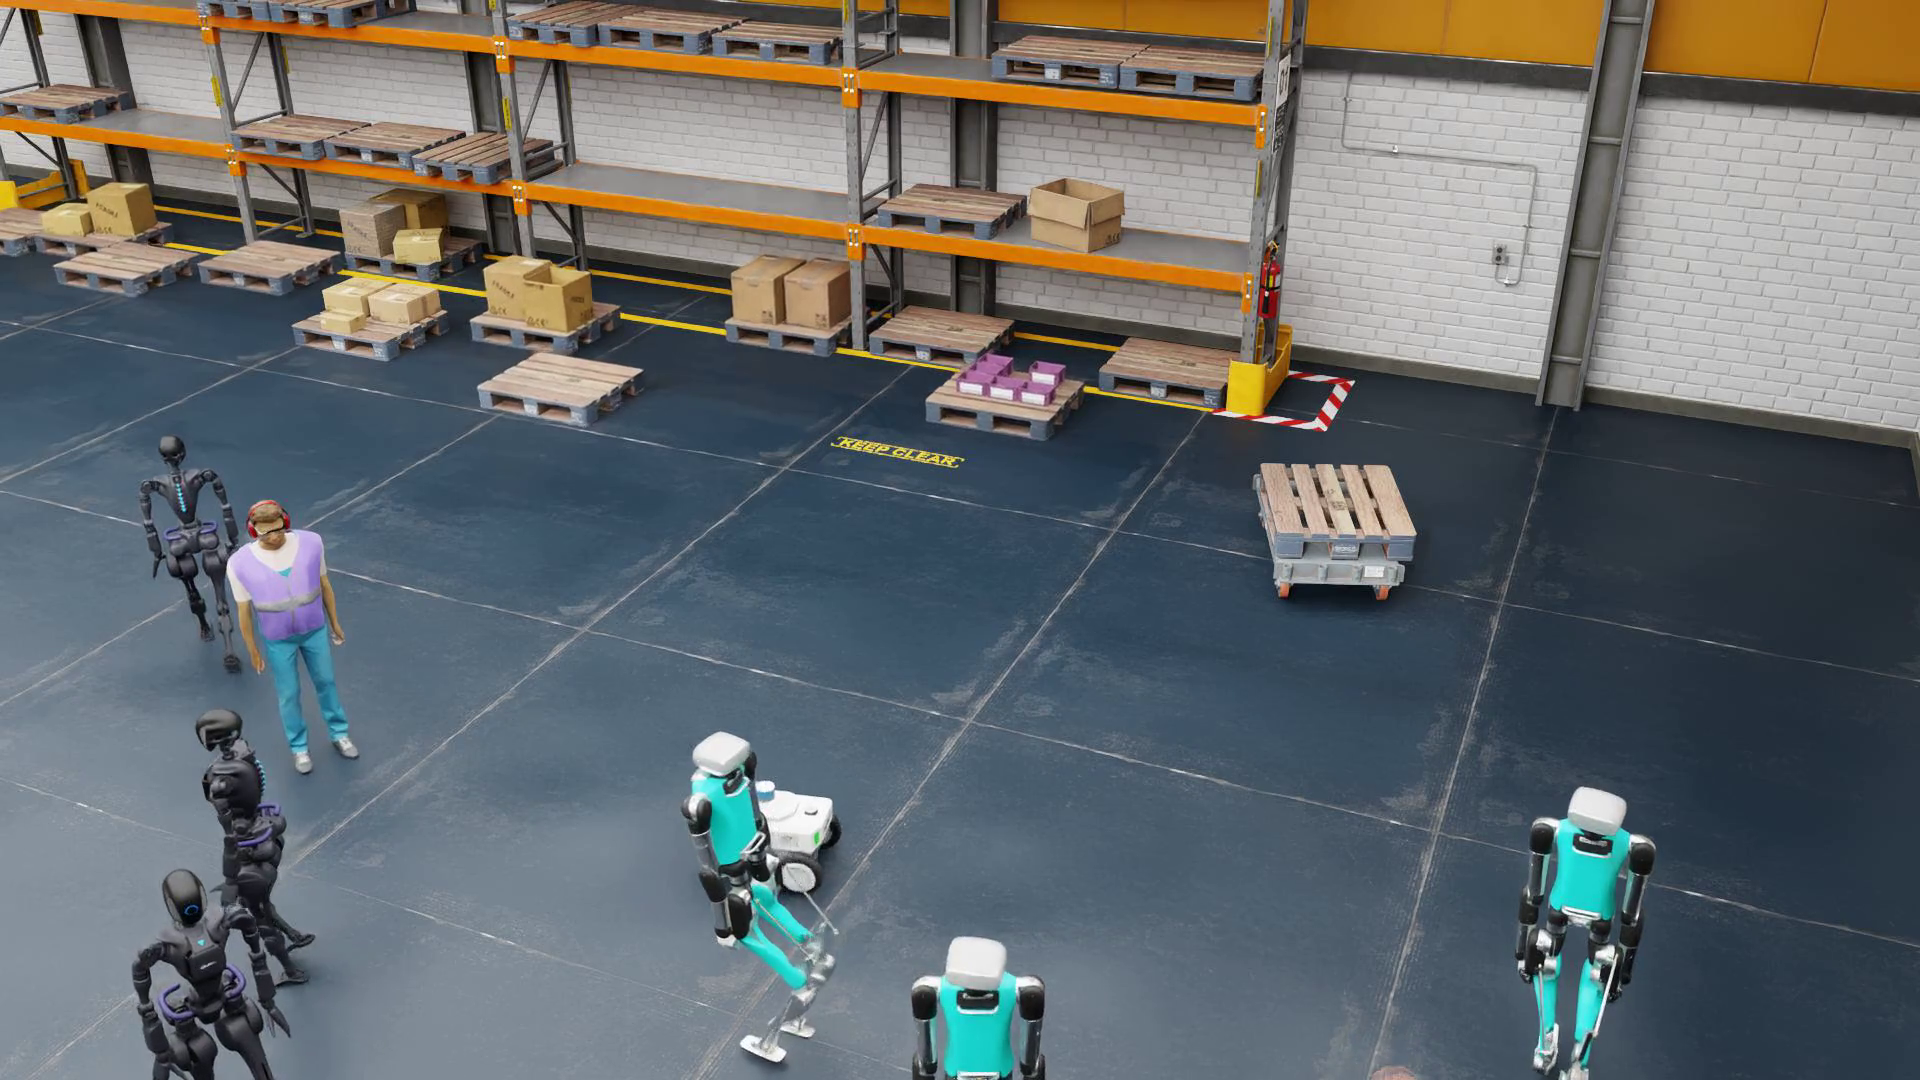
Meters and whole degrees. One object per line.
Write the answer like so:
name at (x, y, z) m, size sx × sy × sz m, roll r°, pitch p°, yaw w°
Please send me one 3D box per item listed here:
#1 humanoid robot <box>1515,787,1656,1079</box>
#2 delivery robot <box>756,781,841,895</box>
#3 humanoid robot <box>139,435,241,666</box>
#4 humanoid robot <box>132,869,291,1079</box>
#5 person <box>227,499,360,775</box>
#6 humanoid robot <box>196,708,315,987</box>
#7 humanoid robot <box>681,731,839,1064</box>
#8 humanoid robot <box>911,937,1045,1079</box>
humanoid robot at (2.740, 1.988, 7.495) m, size 0.550 × 1.741 × 1.034 m, roll 11°, pitch 29°, yaw 20°
delivery robot at (-1.077, 1.640, 9.432) m, size 0.784 × 0.589 × 0.499 m, roll 5°, pitch 28°, yaw 9°
humanoid robot at (-5.213, 0.058, 11.339) m, size 0.613 × 1.626 × 0.782 m, roll -12°, pitch 30°, yaw -22°
humanoid robot at (-3.267, 2.122, 7.281) m, size 0.588 × 1.643 × 0.522 m, roll -24°, pitch 36°, yaw -39°
person at (-4.068, 0.567, 10.130) m, size 0.573 × 1.830 × 0.409 m, roll -20°, pitch 33°, yaw -34°
humanoid robot at (-3.561, 1.569, 8.354) m, size 0.345 × 1.651 × 0.590 m, roll -4°, pitch 28°, yaw -7°
humanoid robot at (-0.884, 1.735, 7.918) m, size 0.729 × 1.743 × 0.530 m, roll 10°, pitch 29°, yaw 19°
humanoid robot at (0.069, 2.486, 6.553) m, size 0.532 × 1.805 × 0.800 m, roll 1°, pitch 27°, yaw 1°
